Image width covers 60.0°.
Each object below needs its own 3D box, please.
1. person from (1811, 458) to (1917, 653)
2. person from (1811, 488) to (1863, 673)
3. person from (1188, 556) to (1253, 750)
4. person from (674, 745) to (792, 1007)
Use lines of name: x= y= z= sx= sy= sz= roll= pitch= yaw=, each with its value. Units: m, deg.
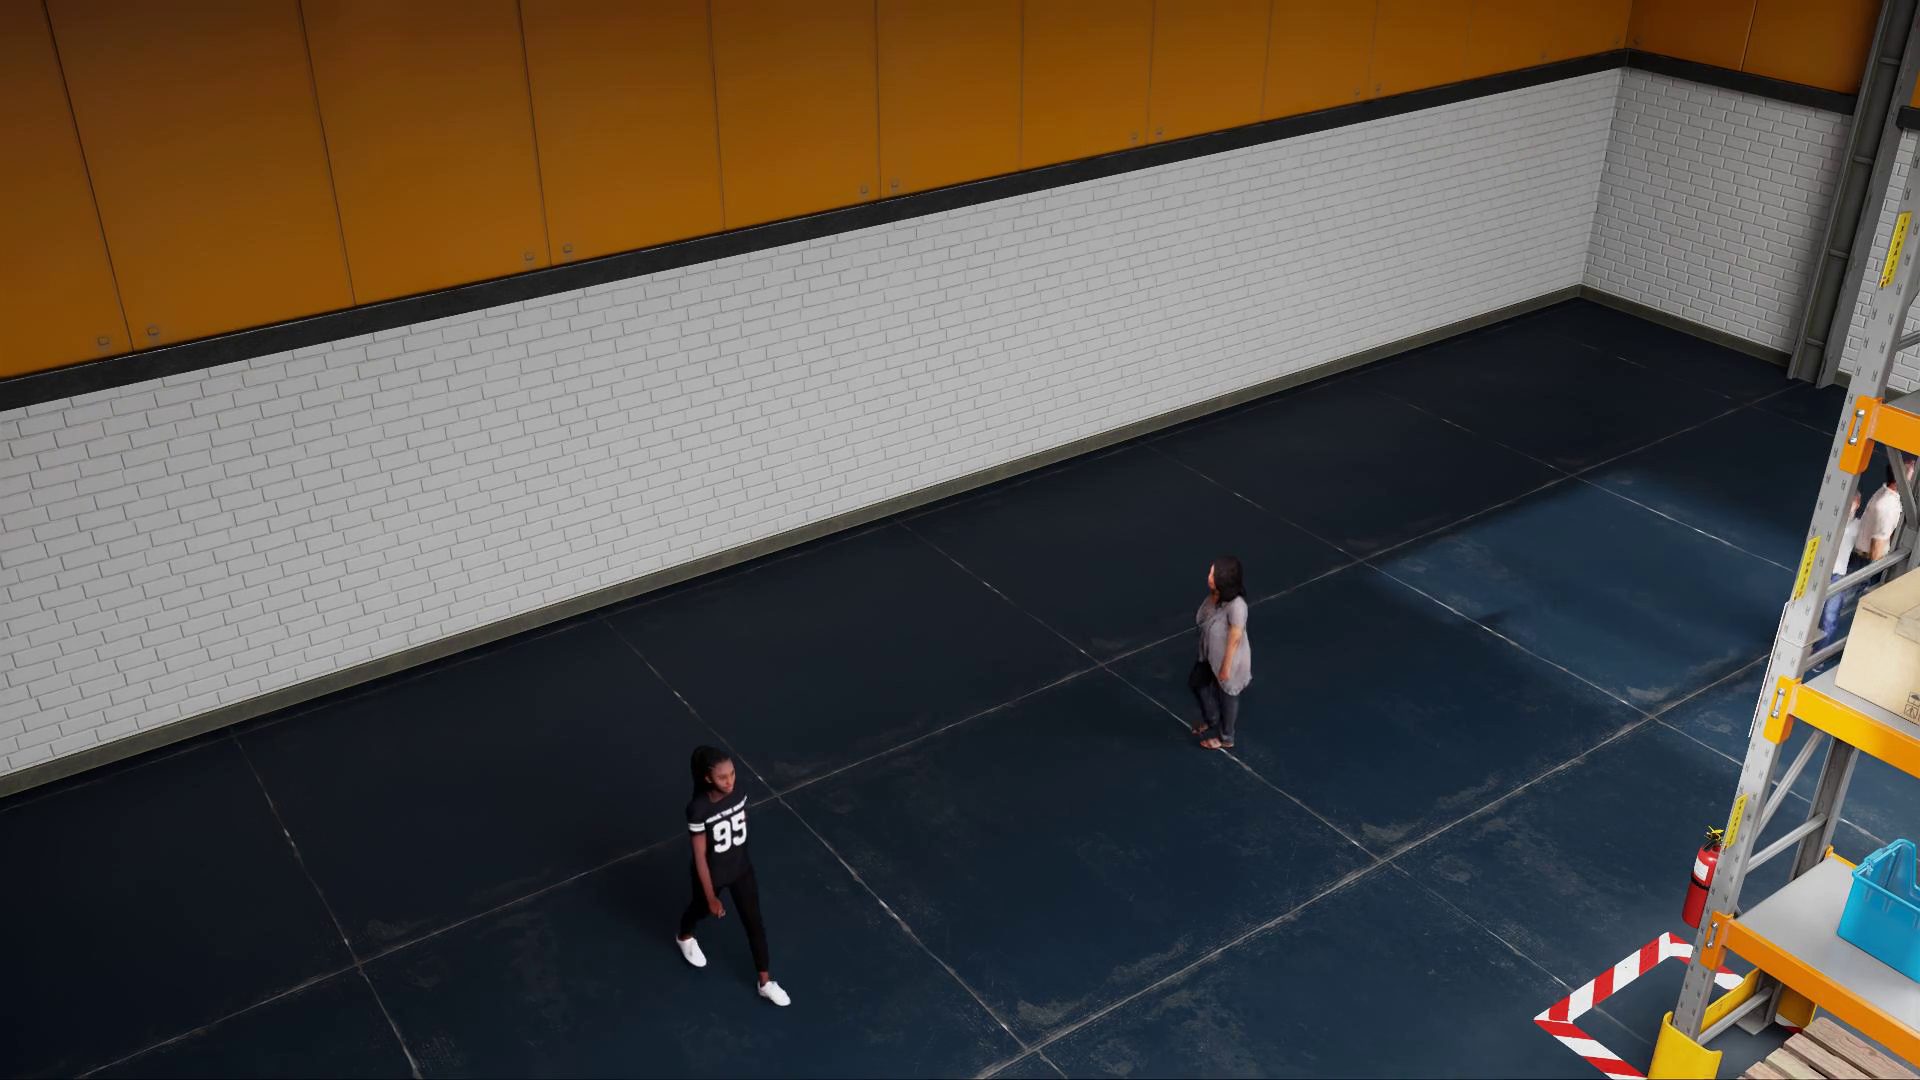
person: x=7.024 y=0.176 z=13.068 sx=1.327 sy=1.806 sz=0.895 roll=22 pitch=36 yaw=35
person: x=6.927 y=0.225 z=13.274 sx=1.060 sy=1.522 sz=0.910 roll=12 pitch=31 yaw=21
person: x=1.991 y=0.809 z=12.123 sx=0.818 sy=1.601 sz=0.726 roll=-5 pitch=29 yaw=-9
person: x=-1.491 y=1.958 z=9.923 sx=0.744 sy=1.690 sz=1.209 roll=-25 pitch=38 yaw=-38
